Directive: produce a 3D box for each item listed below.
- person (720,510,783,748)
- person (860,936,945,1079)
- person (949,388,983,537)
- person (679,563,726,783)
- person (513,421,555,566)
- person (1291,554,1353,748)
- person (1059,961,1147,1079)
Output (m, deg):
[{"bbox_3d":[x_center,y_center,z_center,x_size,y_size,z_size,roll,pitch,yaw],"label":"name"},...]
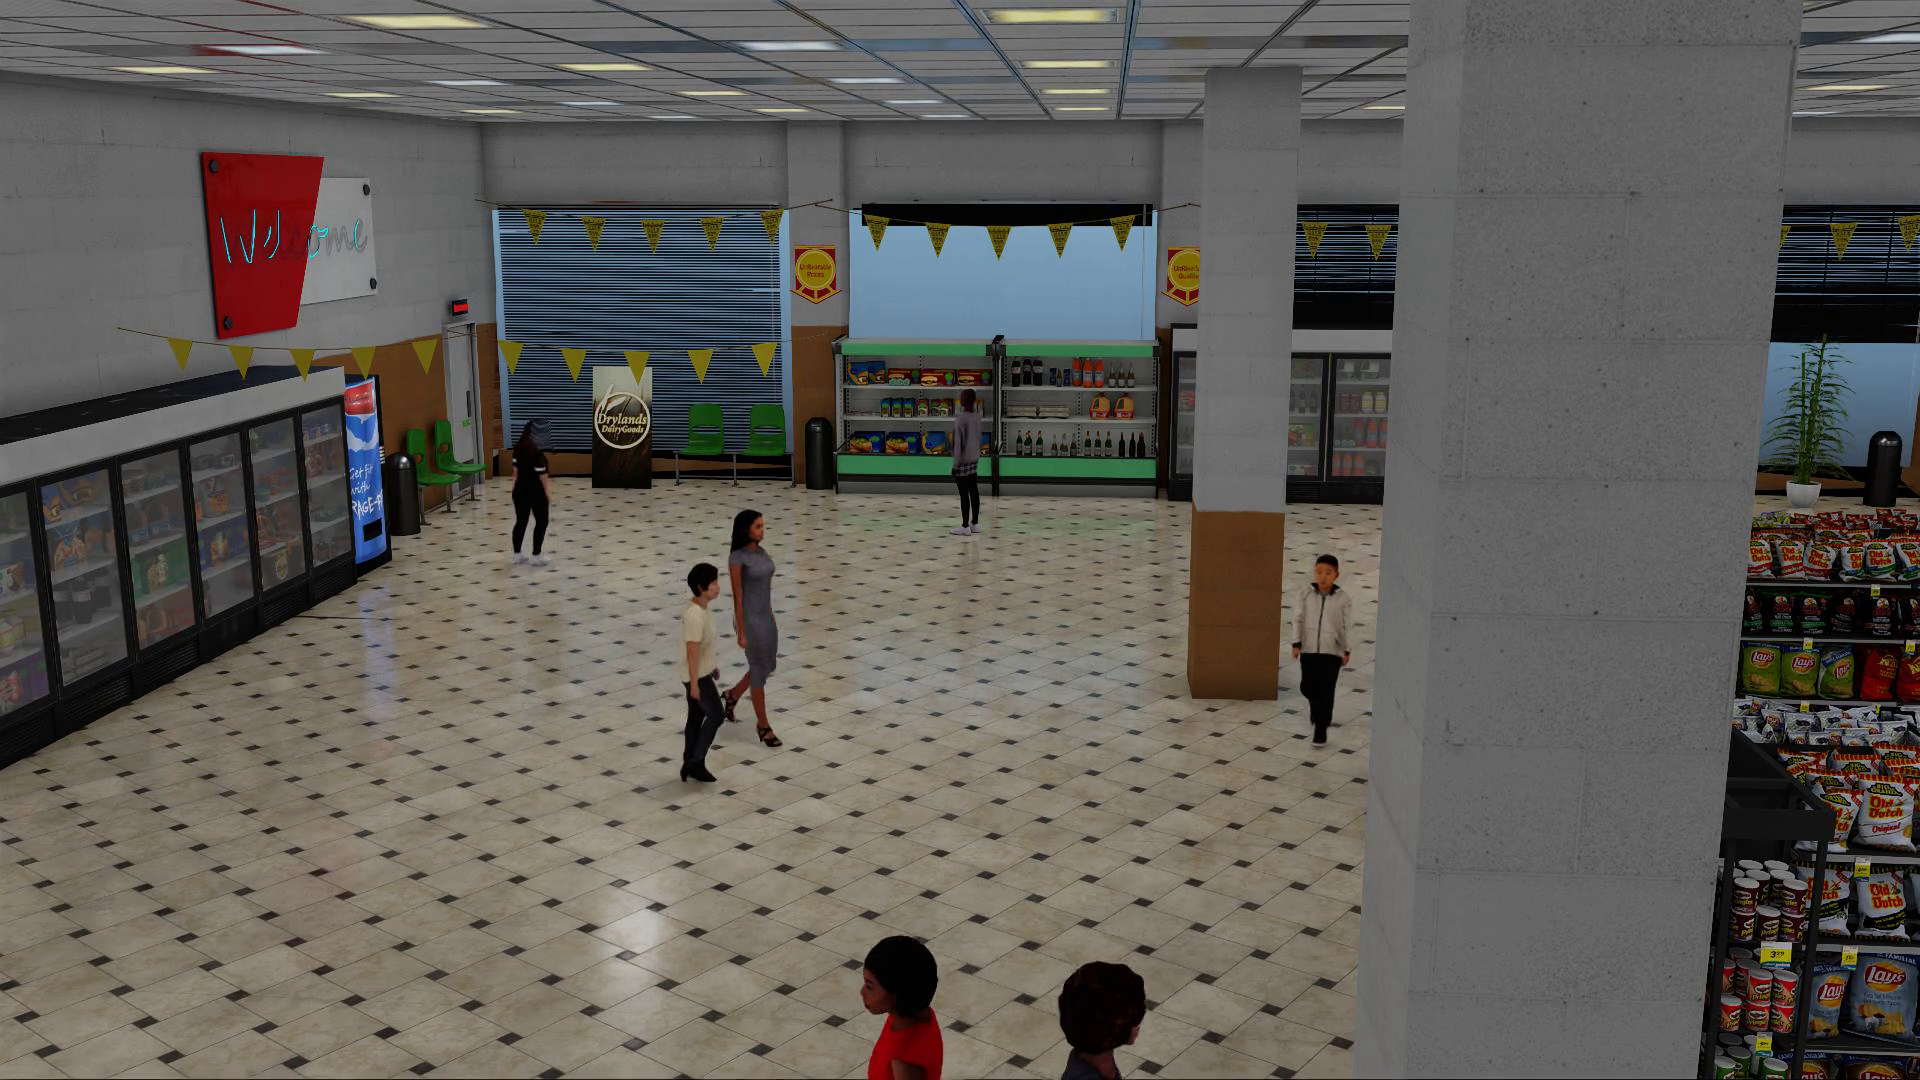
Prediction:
[{"bbox_3d":[-1.589,0.646,12.415,0.972,1.771,0.805,7,14,28],"label":"person"},{"bbox_3d":[-0.041,2.138,5.495,1.053,1.703,0.587,0,12,2],"label":"person"},{"bbox_3d":[0.093,-0.945,19.976,0.706,1.769,0.697,8,15,35],"label":"person"},{"bbox_3d":[-1.876,0.940,11.493,0.630,1.576,0.664,-4,12,-16],"label":"person"},{"bbox_3d":[-4.712,-0.499,18.271,0.693,1.600,0.809,4,13,19],"label":"person"},{"bbox_3d":[2.724,0.804,12.476,0.825,1.438,0.787,5,13,21],"label":"person"},{"bbox_3d":[0.315,2.180,5.332,0.627,1.689,0.596,2,12,8],"label":"person"}]
